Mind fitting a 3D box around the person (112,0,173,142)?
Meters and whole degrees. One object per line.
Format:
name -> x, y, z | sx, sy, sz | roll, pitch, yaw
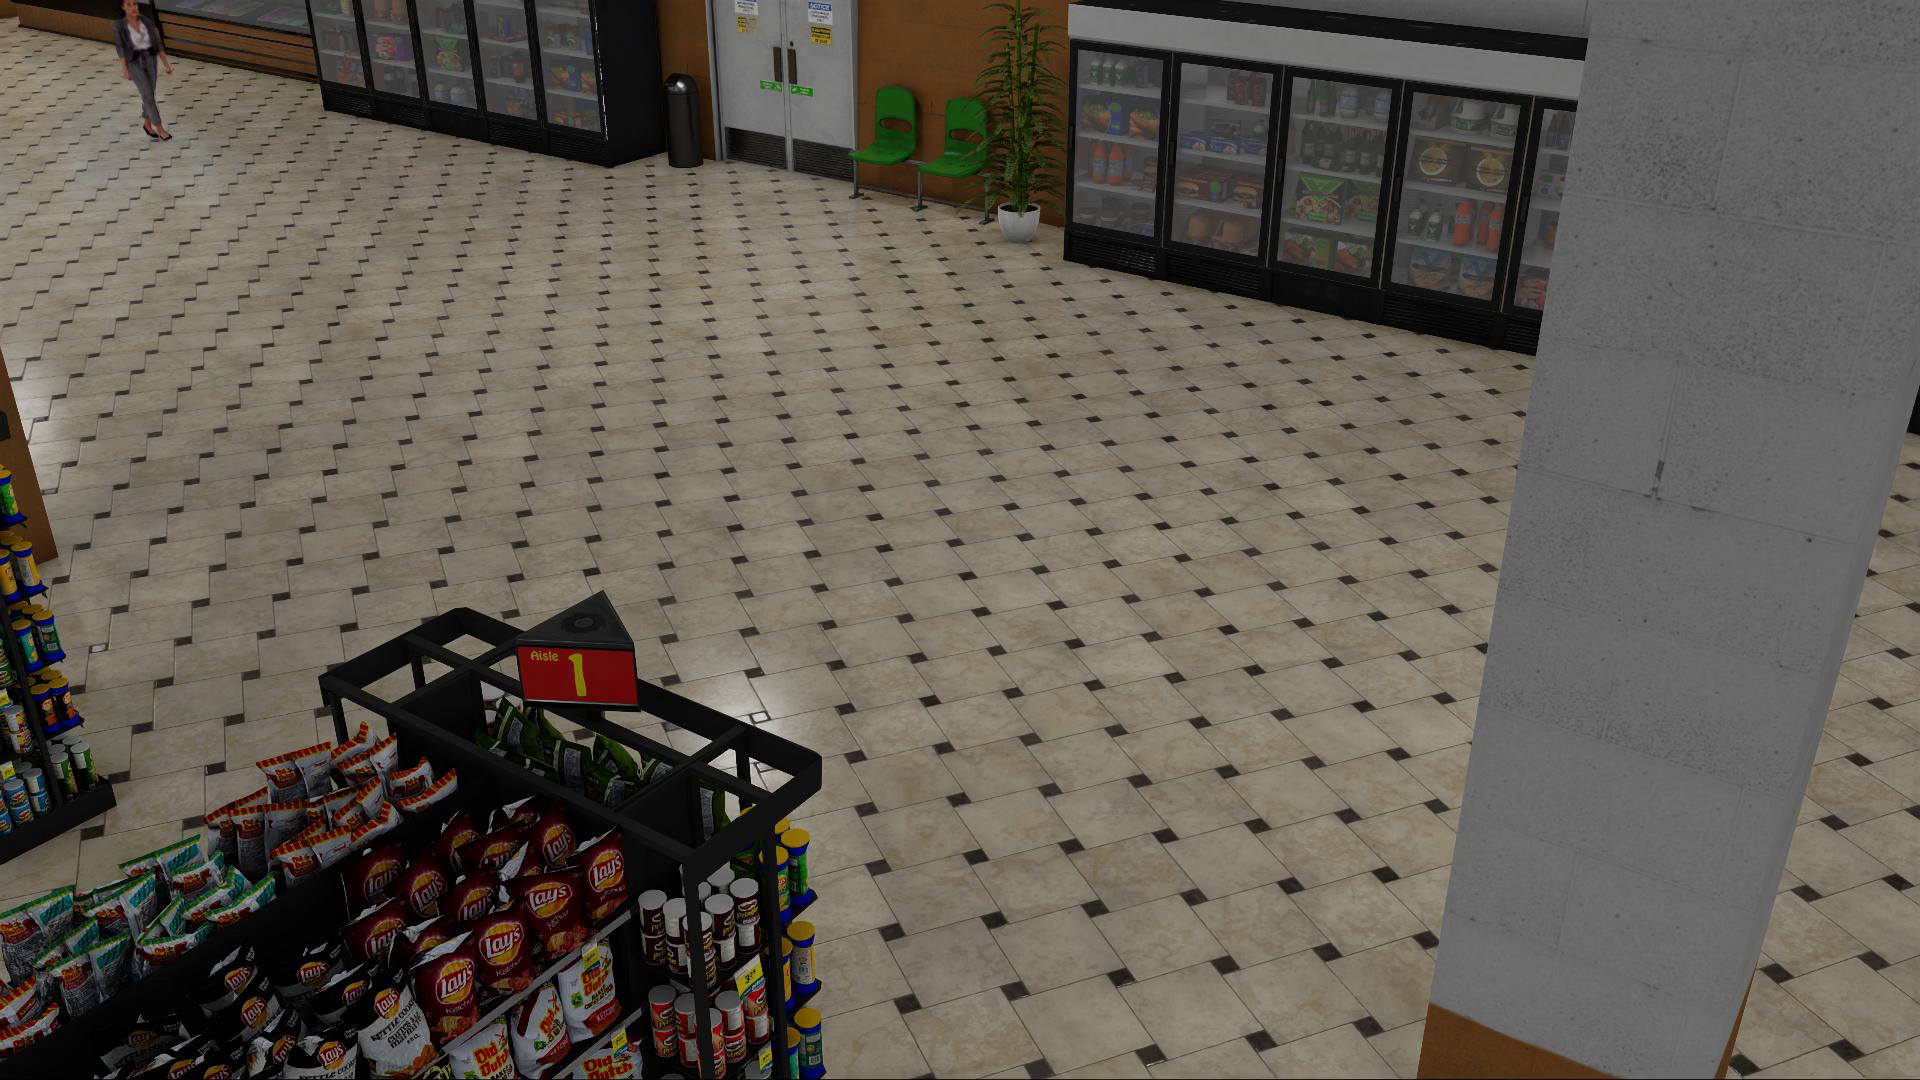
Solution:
person -> -9.503, -5.455, 19.266 | 0.710, 1.640, 0.936 | 19, 32, 32
